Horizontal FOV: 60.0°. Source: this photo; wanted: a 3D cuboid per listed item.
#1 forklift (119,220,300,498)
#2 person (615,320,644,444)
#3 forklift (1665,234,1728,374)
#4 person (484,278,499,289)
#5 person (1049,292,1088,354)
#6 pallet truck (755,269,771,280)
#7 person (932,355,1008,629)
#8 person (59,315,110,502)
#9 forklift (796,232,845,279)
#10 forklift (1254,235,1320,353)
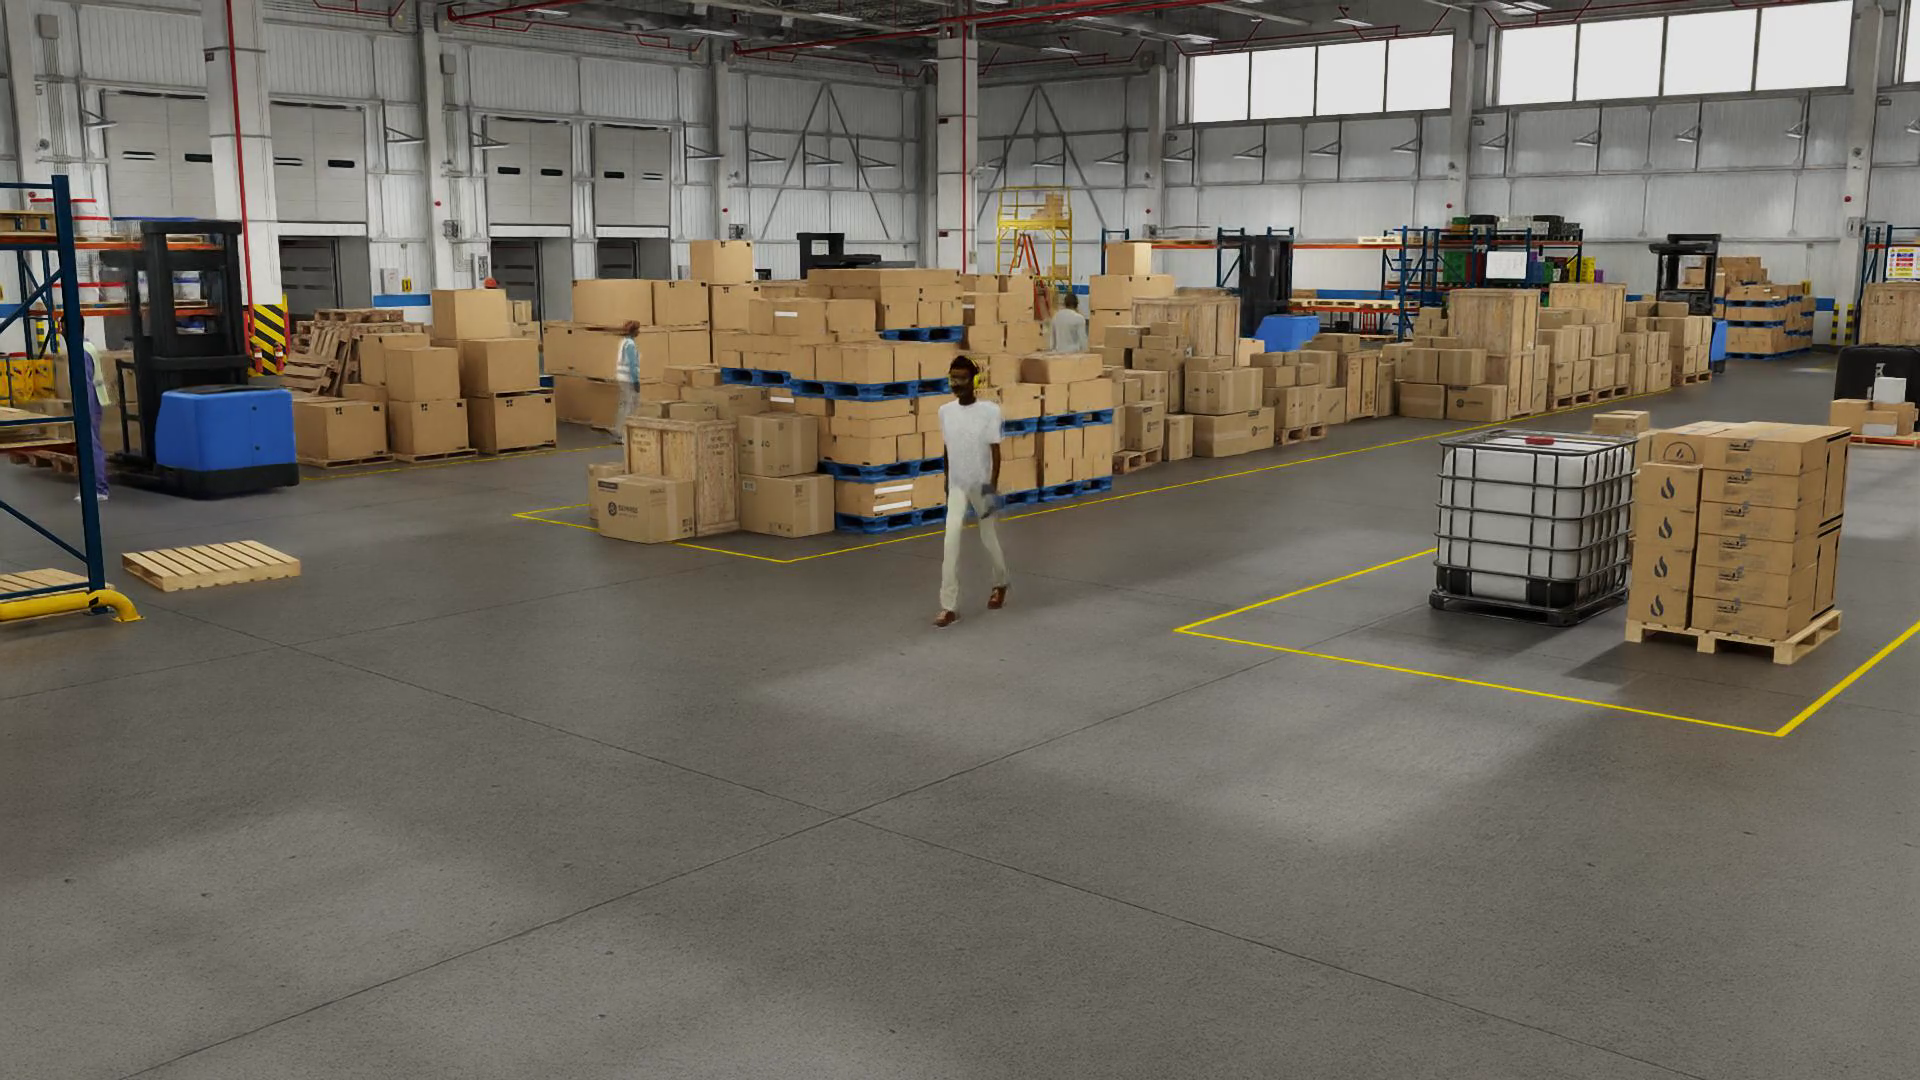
[{"bbox_3d":[-7.946,-1.940,17.438,1.873,2.768,1.129,8,13,40],"label":"forklift"},{"bbox_3d":[-4.268,-2.054,21.659,0.576,1.609,0.634,-3,10,-18],"label":"person"},{"bbox_3d":[14.502,-4.685,33.066,1.129,2.768,1.873,8,13,40],"label":"forklift"},{"bbox_3d":[-9.521,-4.352,33.860,0.364,1.935,0.550,3,11,19],"label":"person"},{"bbox_3d":[1.671,-2.762,24.942,1.048,1.882,0.648,-8,13,-39],"label":"person"},{"bbox_3d":[-4.996,-6.432,45.525,1.885,1.965,0.823,-6,12,-32],"label":"pallet truck"},{"bbox_3d":[0.096,-0.364,11.450,0.499,1.835,0.950,4,11,22],"label":"person"},{"bbox_3d":[-8.849,-1.350,16.861,0.407,1.909,0.594,-6,12,-31],"label":"person"},{"bbox_3d":[-2.550,-4.254,30.610,1.873,2.768,1.129,8,13,40],"label":"forklift"},{"bbox_3d":[6.800,-5.217,36.093,1.129,2.768,1.873,-9,14,-43],"label":"forklift"}]
